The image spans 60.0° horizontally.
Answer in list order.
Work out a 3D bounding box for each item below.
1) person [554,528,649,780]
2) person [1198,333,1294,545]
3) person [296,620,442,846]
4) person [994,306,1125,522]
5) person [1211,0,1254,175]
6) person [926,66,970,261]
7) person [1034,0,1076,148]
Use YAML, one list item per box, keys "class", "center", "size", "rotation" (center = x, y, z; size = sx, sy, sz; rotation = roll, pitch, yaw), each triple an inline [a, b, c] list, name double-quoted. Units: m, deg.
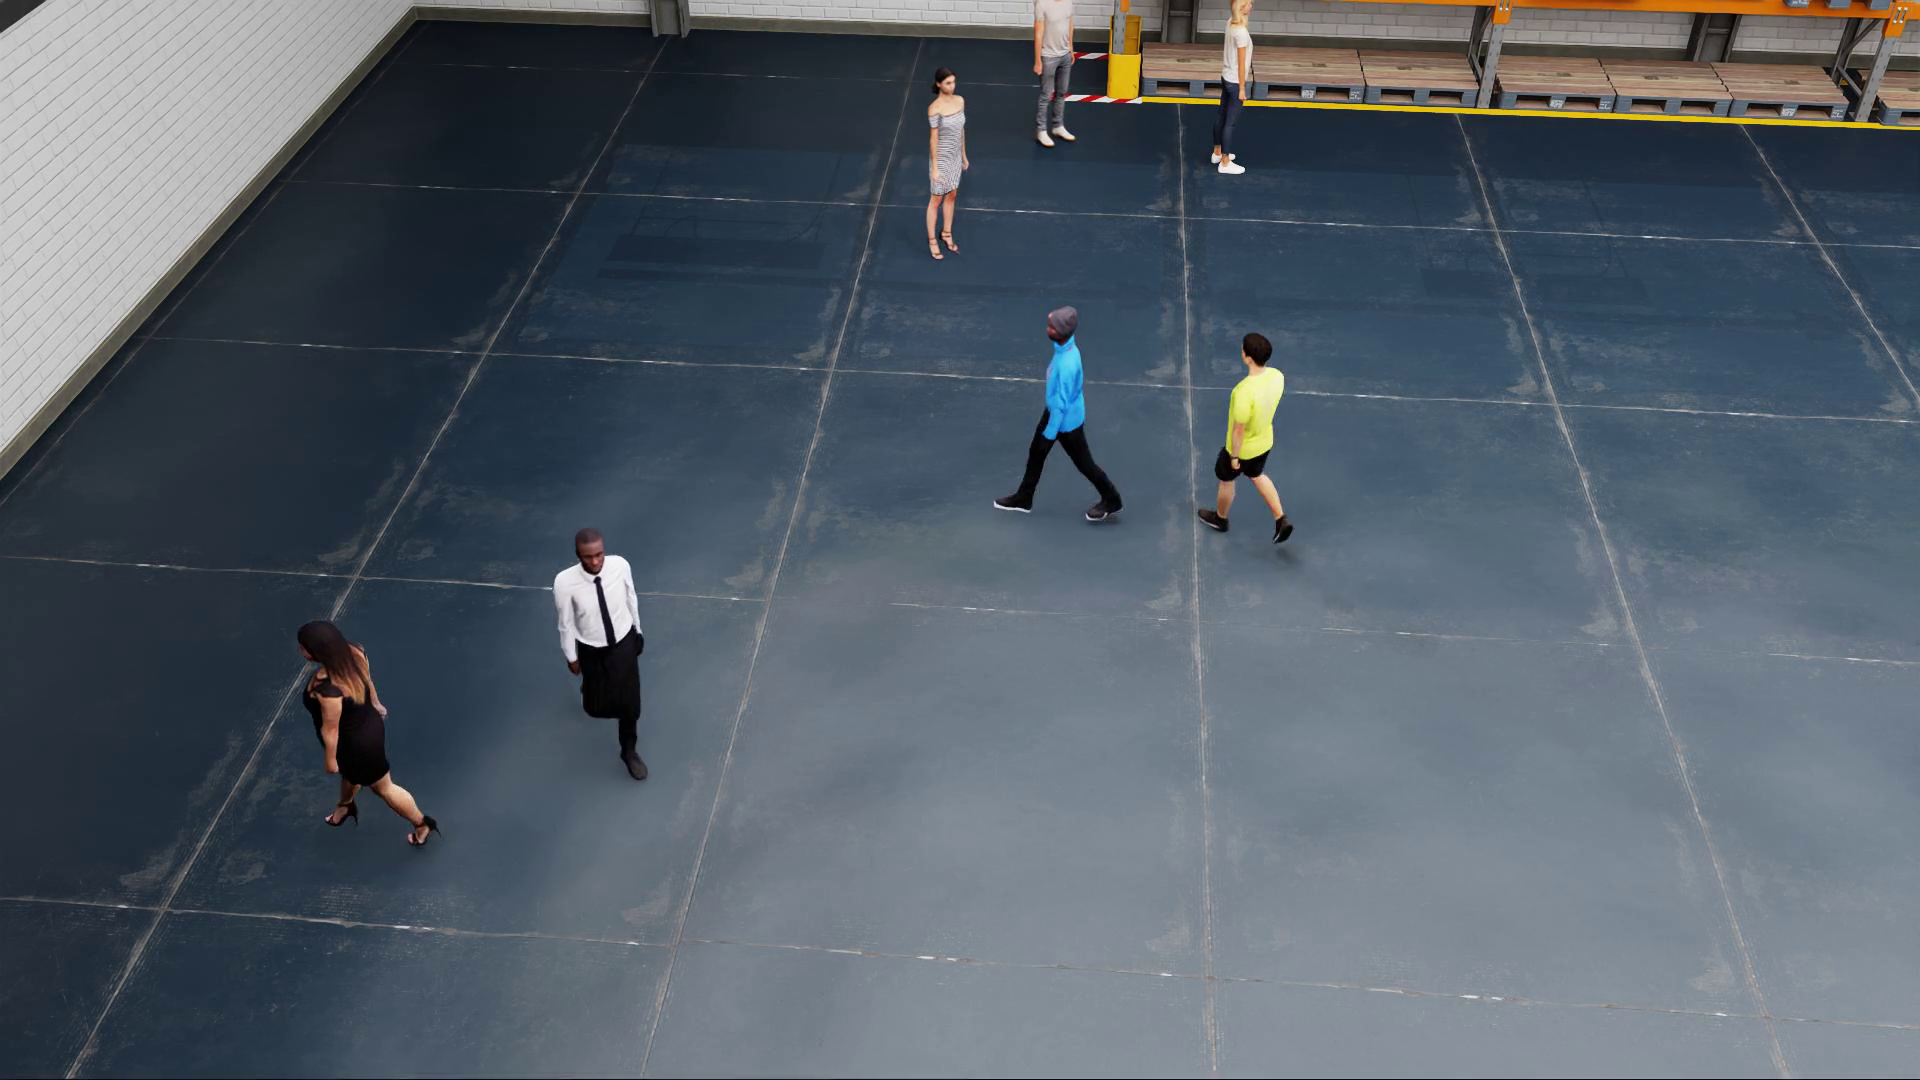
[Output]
- class: "person"
  center: [-2.157, 0.604, 10.037]
  size: [1.026, 1.817, 1.024]
  rotation: [-20, 43, -23]
- class: "person"
  center: [2.112, -0.682, 11.752]
  size: [1.009, 1.687, 1.053]
  rotation: [-27, 46, -30]
- class: "person"
  center: [-3.362, 1.145, 9.470]
  size: [0.970, 1.680, 0.725]
  rotation: [0, 39, 0]
- class: "person"
  center: [0.849, -0.843, 11.902]
  size: [1.228, 1.752, 0.797]
  rotation: [-4, 39, -5]
- class: "person"
  center: [2.703, -4.539, 16.485]
  size: [0.587, 1.809, 0.655]
  rotation: [-6, 39, -8]
- class: "person"
  center: [-0.135, -3.423, 15.077]
  size: [0.717, 1.822, 0.683]
  rotation: [30, 47, 32]
- class: "person"
  center: [0.948, -4.958, 16.947]
  size: [0.754, 1.886, 0.812]
  rotation: [-28, 47, -31]
